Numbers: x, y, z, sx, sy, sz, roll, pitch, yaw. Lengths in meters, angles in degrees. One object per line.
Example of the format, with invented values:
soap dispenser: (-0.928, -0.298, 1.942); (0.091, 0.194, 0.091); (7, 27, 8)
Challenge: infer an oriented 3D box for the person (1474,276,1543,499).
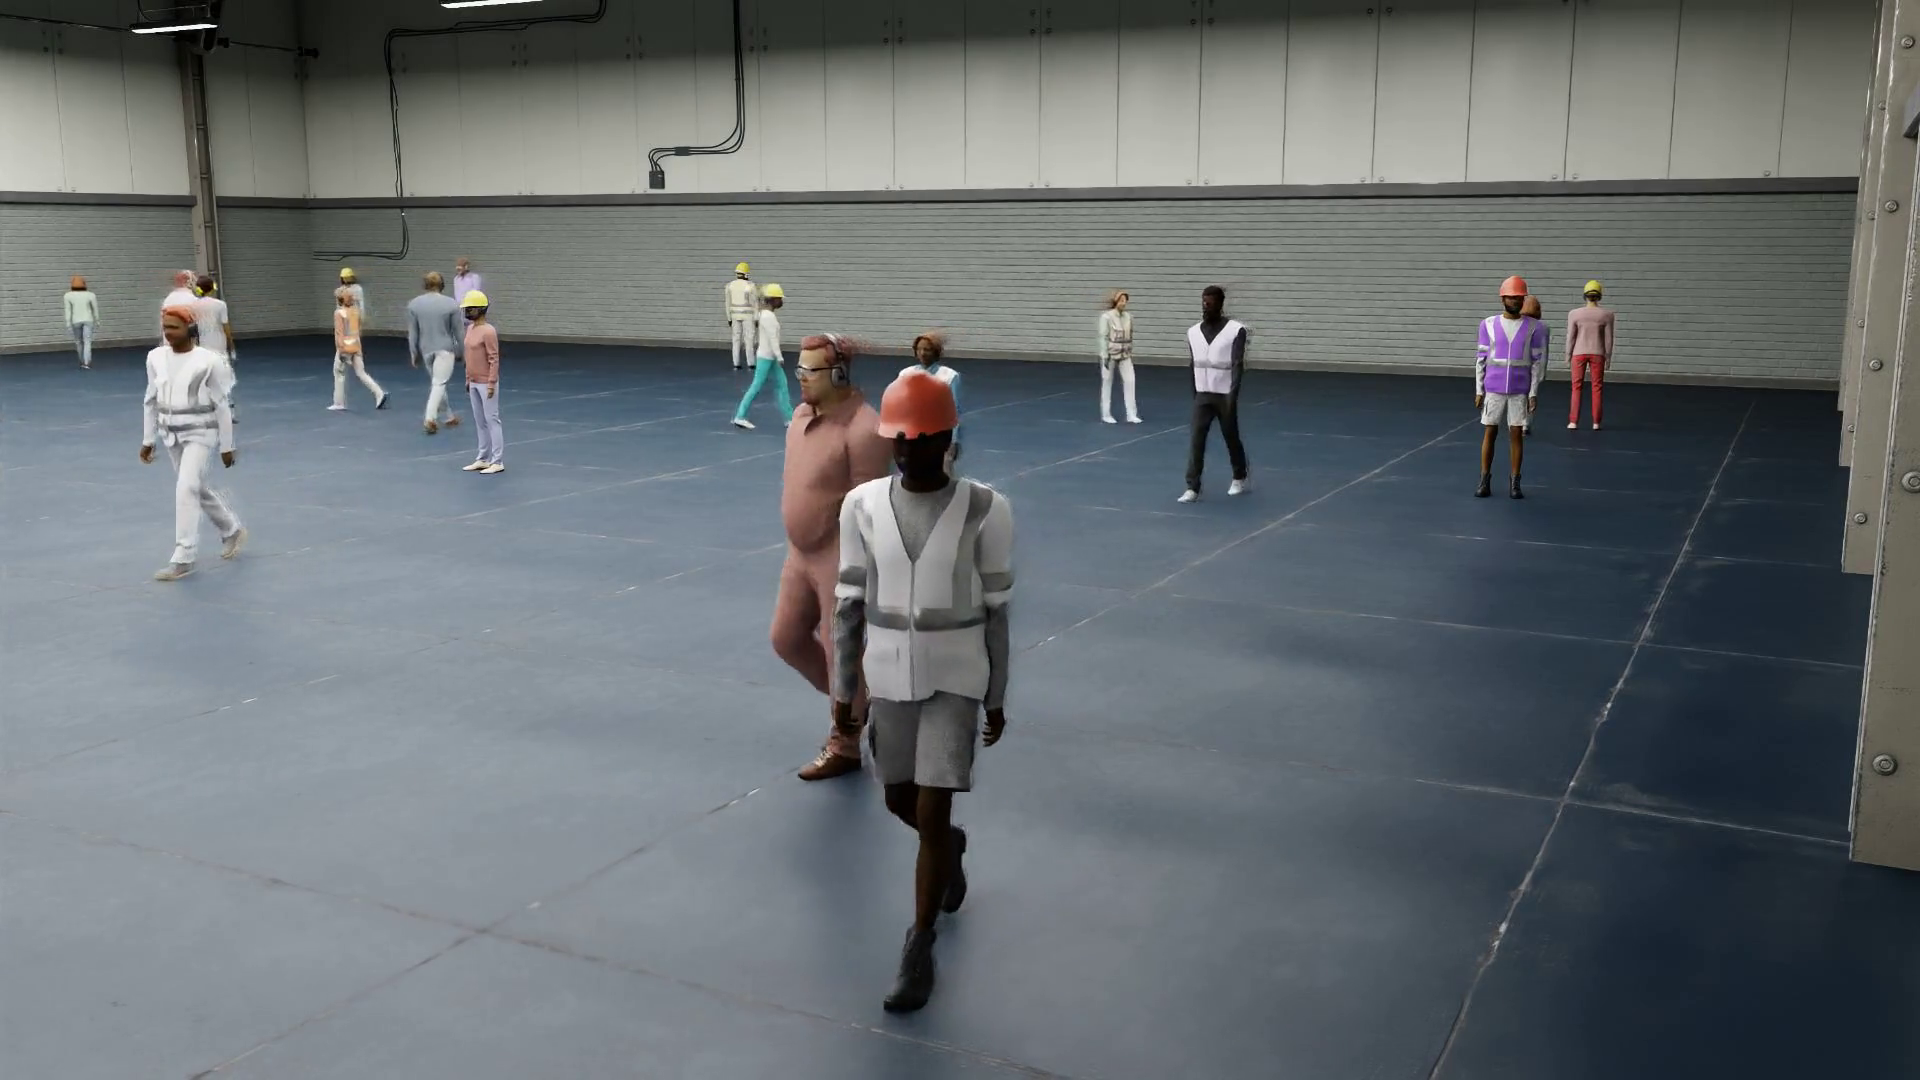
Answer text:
person: (4.791, -1.329, 14.561); (0.546, 1.942, 0.348); (3, 11, 18)

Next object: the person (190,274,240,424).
person: (-9.033, -2.277, 20.056); (0.553, 1.833, 0.526); (2, 11, 12)

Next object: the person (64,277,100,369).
person: (-15.163, -3.751, 28.739); (0.509, 1.583, 0.877); (-5, 11, -23)

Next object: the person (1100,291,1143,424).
person: (1.960, -2.198, 20.160); (0.542, 1.610, 0.713); (-7, 12, -32)

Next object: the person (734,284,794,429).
person: (-2.289, -2.177, 19.797); (0.897, 1.723, 0.529); (0, 10, 0)

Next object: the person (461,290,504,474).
person: (-4.641, -1.523, 16.099); (0.317, 1.769, 0.522); (-10, 14, -42)

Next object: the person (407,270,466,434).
person: (-6.119, -2.194, 19.433); (0.638, 1.901, 1.019); (1, 10, 8)

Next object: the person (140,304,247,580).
person: (-5.248, -0.703, 11.436); (0.572, 1.850, 0.970); (3, 11, 17)

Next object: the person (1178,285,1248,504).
person: (2.253, -1.286, 14.529); (0.586, 1.878, 1.001); (7, 13, 35)

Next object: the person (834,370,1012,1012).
person: (-0.102, 0.408, 5.205); (0.552, 1.908, 0.867); (3, 11, 15)

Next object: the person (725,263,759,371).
person: (-3.682, -3.795, 28.302); (0.601, 1.831, 0.404); (4, 11, 19)

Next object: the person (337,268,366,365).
person: (-10.813, -3.927, 29.355); (0.498, 1.710, 0.825); (4, 11, 20)

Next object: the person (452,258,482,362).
person: (-9.014, -4.149, 30.159); (0.644, 1.868, 0.927); (5, 11, 24)

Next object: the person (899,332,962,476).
person: (-0.223, -0.728, 12.223); (0.532, 1.603, 0.779); (4, 11, 23)

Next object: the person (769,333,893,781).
person: (-0.562, 0.076, 7.028); (0.419, 1.892, 0.672); (-8, 13, -36)

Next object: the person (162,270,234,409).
person: (-9.449, -2.390, 20.573); (0.651, 1.853, 1.016); (8, 13, 39)

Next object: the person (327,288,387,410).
person: (-7.970, -2.500, 21.868); (0.750, 1.614, 0.526); (3, 11, 14)

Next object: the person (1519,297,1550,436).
person: (6.408, -1.951, 18.890); (0.503, 1.609, 0.704); (4, 11, 21)

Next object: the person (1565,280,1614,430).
person: (7.438, -2.177, 19.674); (0.532, 1.765, 0.330); (3, 11, 16)
